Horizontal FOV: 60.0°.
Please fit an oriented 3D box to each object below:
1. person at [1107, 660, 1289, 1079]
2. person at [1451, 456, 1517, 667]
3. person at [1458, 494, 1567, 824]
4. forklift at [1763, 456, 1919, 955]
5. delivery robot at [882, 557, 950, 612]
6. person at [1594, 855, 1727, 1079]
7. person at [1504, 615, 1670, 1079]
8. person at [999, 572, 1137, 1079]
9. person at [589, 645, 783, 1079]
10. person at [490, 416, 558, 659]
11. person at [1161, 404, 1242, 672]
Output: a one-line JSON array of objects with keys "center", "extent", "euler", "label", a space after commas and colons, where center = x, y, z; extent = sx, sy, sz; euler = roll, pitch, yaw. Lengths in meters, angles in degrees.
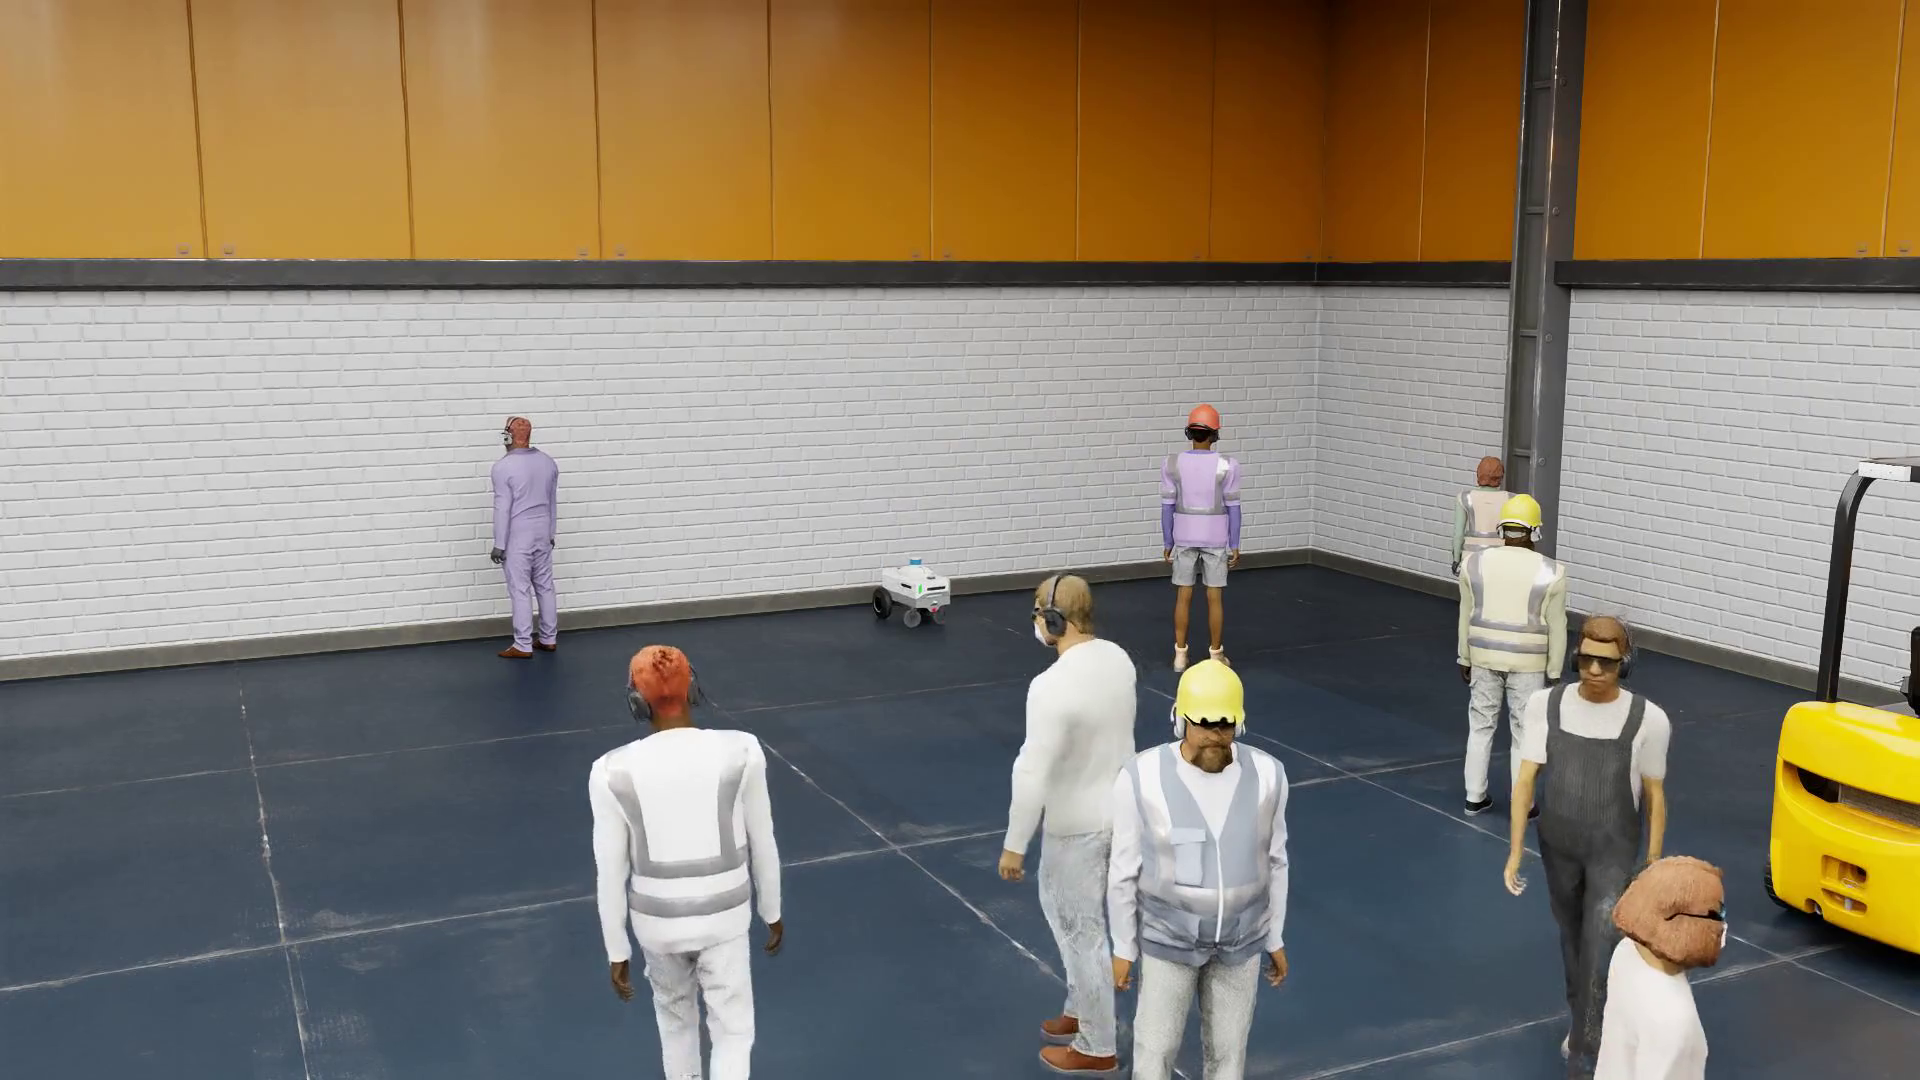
[{"center": [0.773, 1.271, 5.340], "extent": [0.600, 1.827, 0.404], "euler": [-1, 9, -8], "label": "person"}, {"center": [4.018, 0.178, 12.703], "extent": [0.523, 1.639, 0.306], "euler": [2, 9, 14], "label": "person"}, {"center": [3.046, 0.656, 9.191], "extent": [0.586, 1.824, 0.404], "euler": [6, 11, 31], "label": "person"}, {"center": [4.857, 0.731, 7.561], "extent": [2.313, 2.155, 1.214], "euler": [-4, 10, -25], "label": "forklift"}, {"center": [-0.383, 0.393, 14.436], "extent": [0.477, 0.478, 0.707], "euler": [-6, 11, -31], "label": "delivery robot"}, {"center": [1.839, 1.570, 4.190], "extent": [0.768, 1.604, 0.502], "euler": [1, 9, 7], "label": "person"}, {"center": [2.292, 1.160, 6.118], "extent": [0.509, 1.795, 0.970], "euler": [7, 11, 36], "label": "person"}, {"center": [0.417, 1.074, 6.277], "extent": [0.537, 1.916, 0.659], "euler": [5, 10, 28], "label": "person"}, {"center": [-0.864, 1.272, 5.324], "extent": [0.622, 1.841, 0.821], "euler": [-1, 9, -6], "label": "person"}, {"center": [-3.453, -0.020, 13.106], "extent": [0.399, 1.909, 0.642], "euler": [5, 11, 31], "label": "person"}, {"center": [1.821, -0.003, 12.579], "extent": [0.608, 2.044, 0.369], "euler": [3, 10, 17], "label": "person"}]
